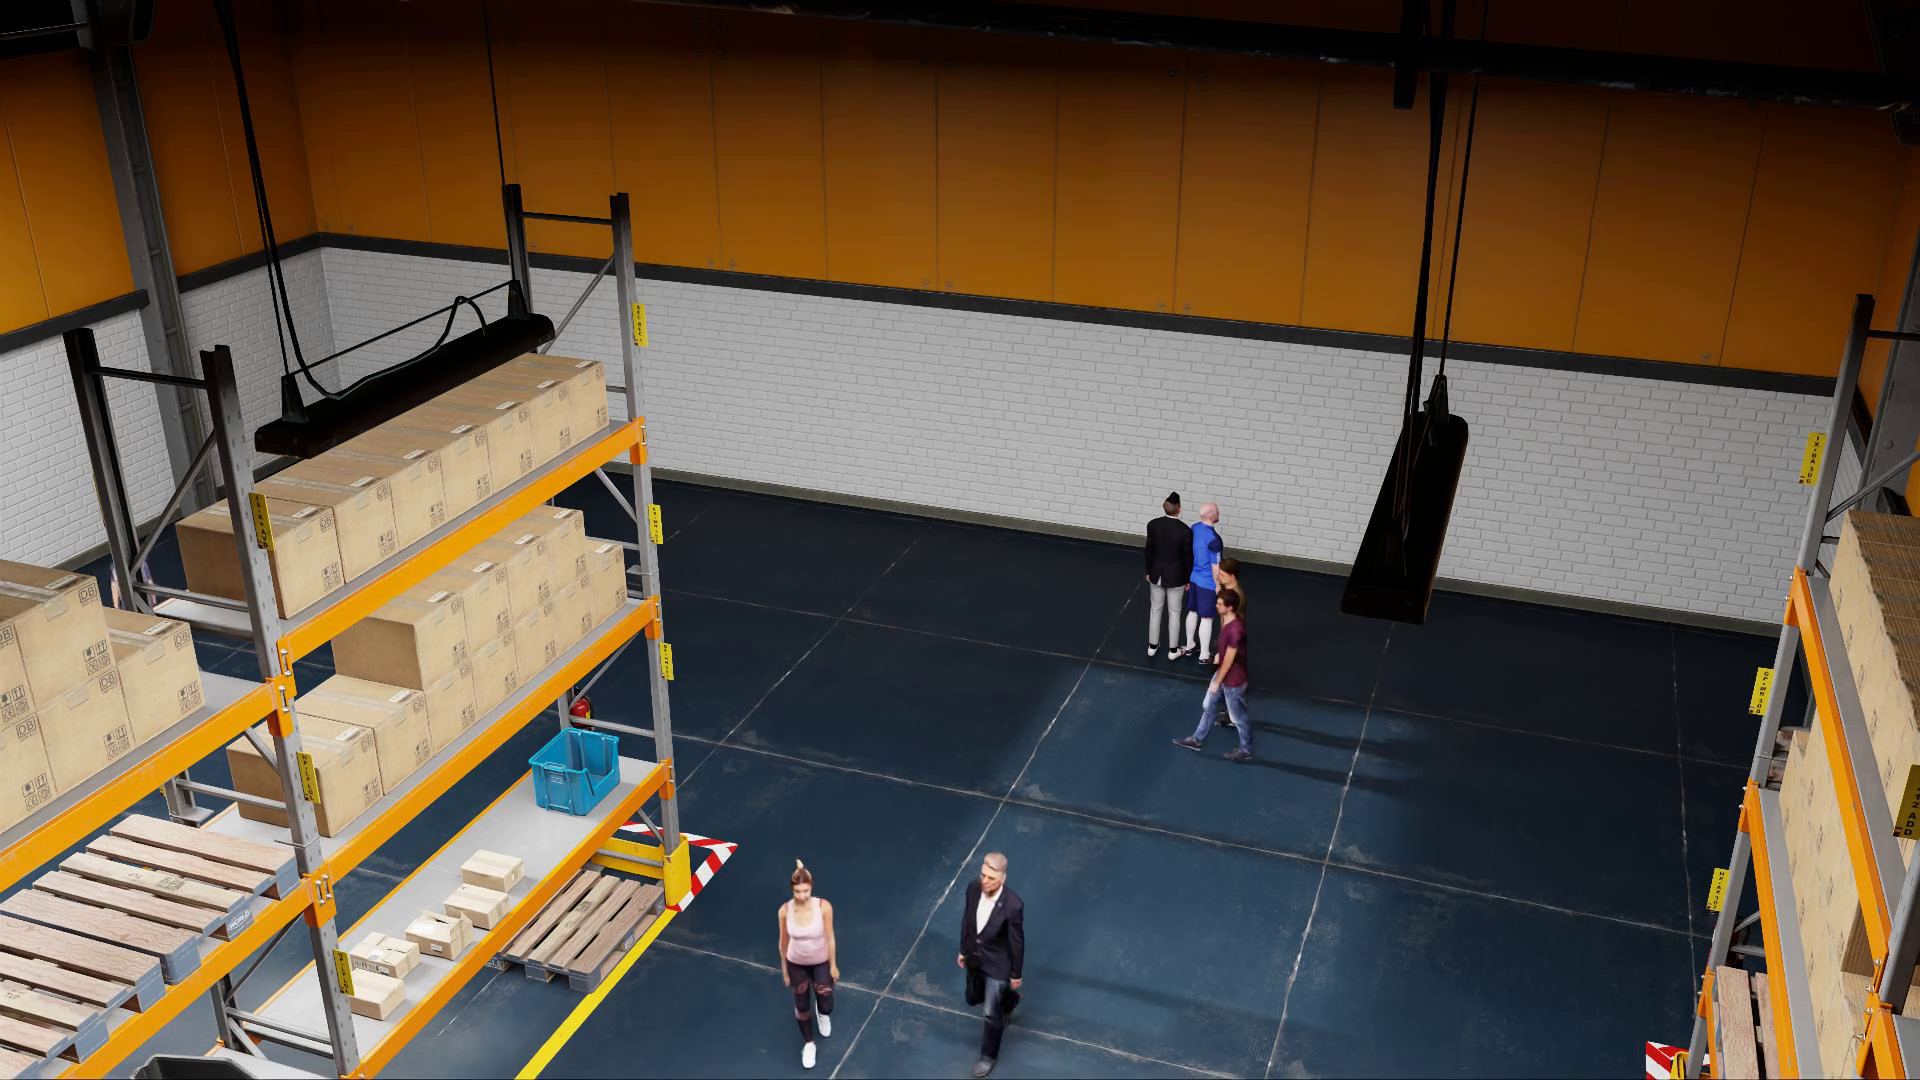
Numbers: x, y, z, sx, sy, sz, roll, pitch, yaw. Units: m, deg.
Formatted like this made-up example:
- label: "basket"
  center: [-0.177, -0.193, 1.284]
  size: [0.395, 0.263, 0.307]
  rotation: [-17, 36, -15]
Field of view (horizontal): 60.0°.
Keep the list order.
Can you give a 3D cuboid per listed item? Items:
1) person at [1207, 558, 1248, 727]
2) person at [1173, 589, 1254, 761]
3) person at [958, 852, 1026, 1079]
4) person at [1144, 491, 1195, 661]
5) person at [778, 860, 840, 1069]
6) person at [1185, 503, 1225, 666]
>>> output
- label: "person"
  center: [2.801, 1.028, 16.603]
  size: [0.846, 1.834, 0.711]
  rotation: [-1, 24, -1]
- label: "person"
  center: [2.696, 1.315, 15.968]
  size: [0.959, 1.818, 1.037]
  rotation: [-1, 24, -2]
- label: "person"
  center: [0.266, 3.006, 12.122]
  size: [0.871, 1.800, 1.029]
  rotation: [18, 30, 36]
- label: "person"
  center: [2.252, 0.356, 17.996]
  size: [0.735, 1.950, 0.618]
  rotation: [12, 26, 25]
- label: "person"
  center: [-1.106, 3.055, 12.209]
  size: [0.731, 1.641, 0.838]
  rotation: [-1, 24, -2]
- label: "person"
  center: [2.638, 0.445, 17.928]
  size: [0.805, 1.842, 0.754]
  rotation: [-12, 26, -25]
